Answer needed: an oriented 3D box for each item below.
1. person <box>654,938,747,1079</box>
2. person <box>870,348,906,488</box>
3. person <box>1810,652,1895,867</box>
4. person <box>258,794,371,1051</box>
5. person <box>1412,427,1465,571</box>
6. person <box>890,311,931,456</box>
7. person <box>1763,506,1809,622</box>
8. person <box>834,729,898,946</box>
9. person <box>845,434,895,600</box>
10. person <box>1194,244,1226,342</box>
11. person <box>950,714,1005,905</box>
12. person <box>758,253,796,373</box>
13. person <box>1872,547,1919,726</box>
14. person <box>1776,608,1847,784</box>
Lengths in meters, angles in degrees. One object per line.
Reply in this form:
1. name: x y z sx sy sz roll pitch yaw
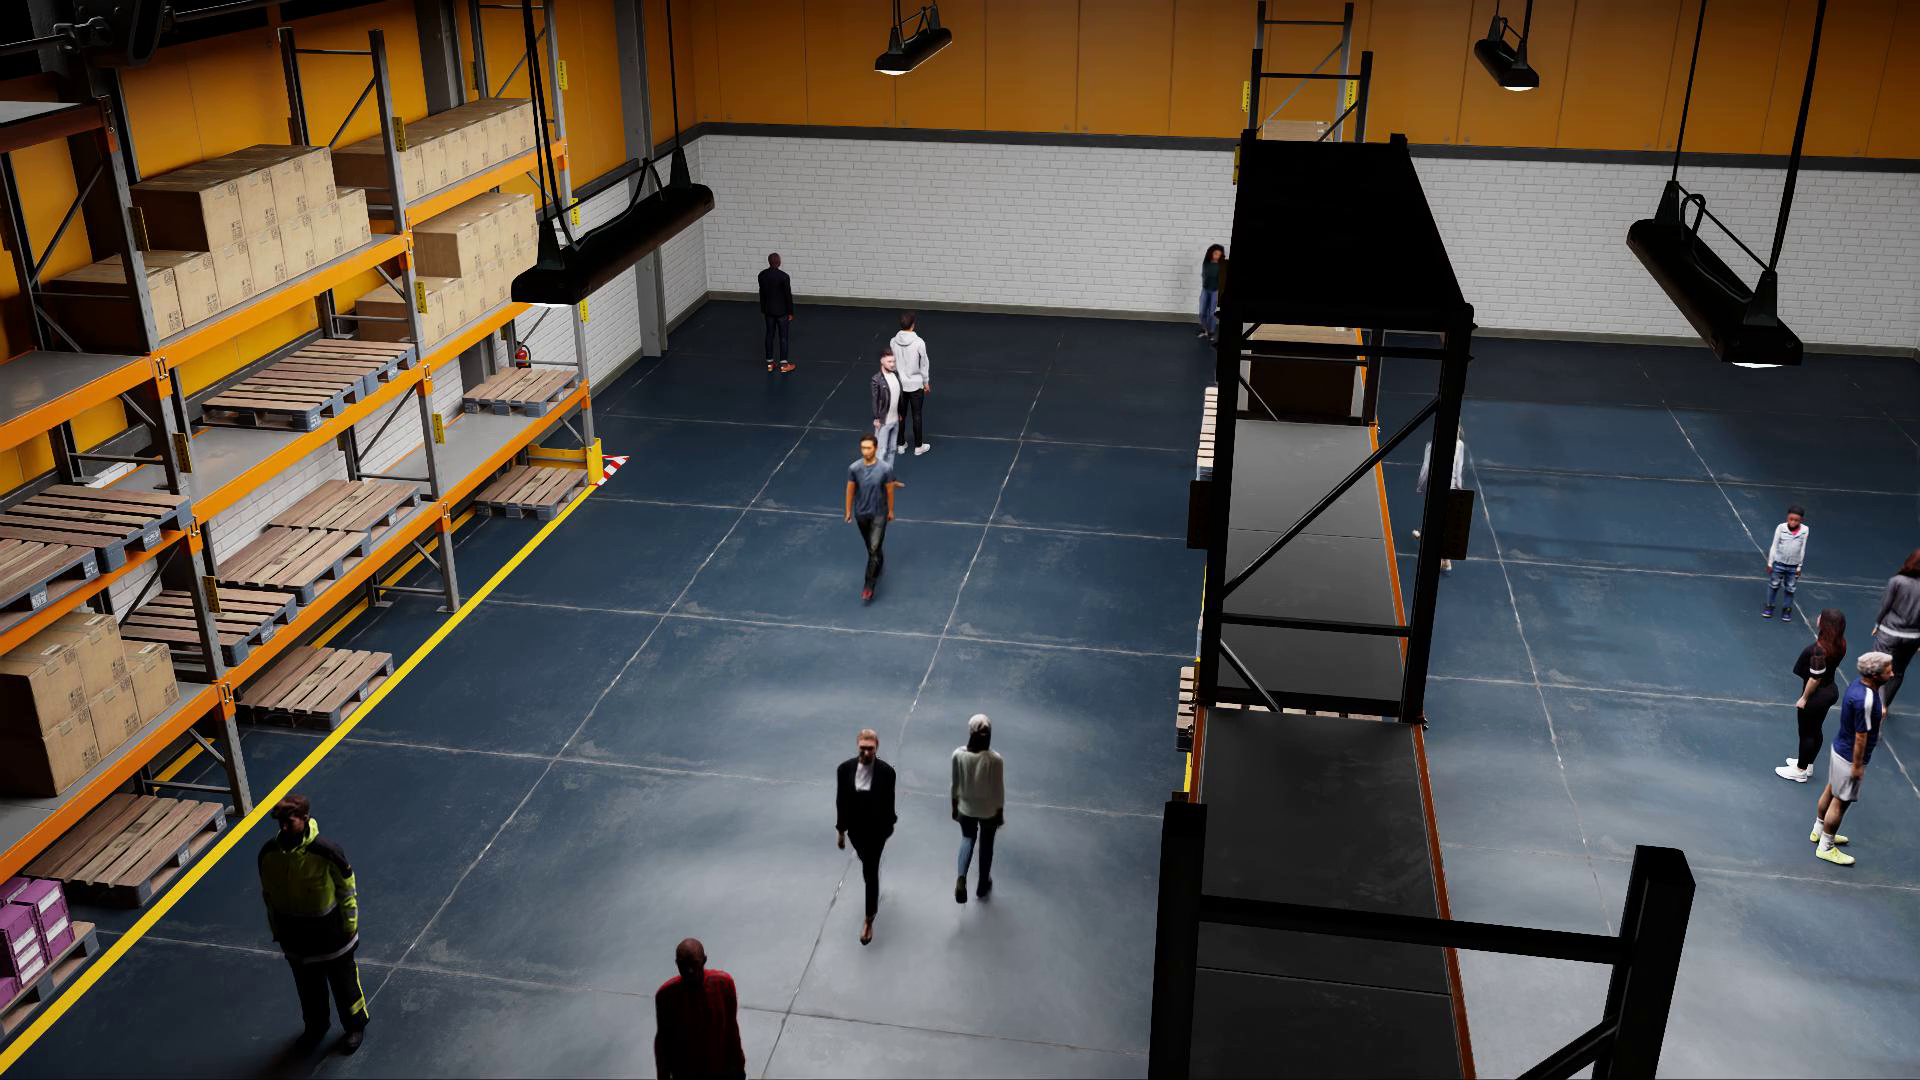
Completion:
1. person: -1.570 3.140 10.127 0.805 1.811 0.834 -4 24 -9
2. person: -0.918 -1.510 20.735 0.793 1.835 0.655 17 29 33
3. person: 7.166 1.706 13.374 0.729 1.838 0.547 8 25 18
4. person: -4.352 2.566 11.227 0.801 1.981 0.681 1 24 2
5. person: 5.389 -0.513 18.565 0.876 1.746 1.222 -4 24 -8
6. person: -0.668 -2.070 21.899 0.709 1.929 0.649 8 25 17
7. person: 8.708 0.218 17.504 0.539 1.256 0.565 11 26 24
8. person: -0.699 2.141 12.589 0.585 1.669 1.046 4 24 9
9. person: -0.944 -0.316 18.091 0.659 1.765 1.180 4 24 10
10. person: 4.037 -3.973 26.677 0.766 1.589 0.763 -19 30 -37
11. person: 0.121 2.094 12.744 0.633 1.631 0.858 7 25 17
12. person: -2.789 -3.460 25.216 0.749 1.818 0.670 10 25 21
13. person: 8.665 0.908 15.307 0.729 1.751 1.013 9 25 20
14. person: 7.451 1.340 14.458 0.702 1.639 0.773 -19 30 -36
